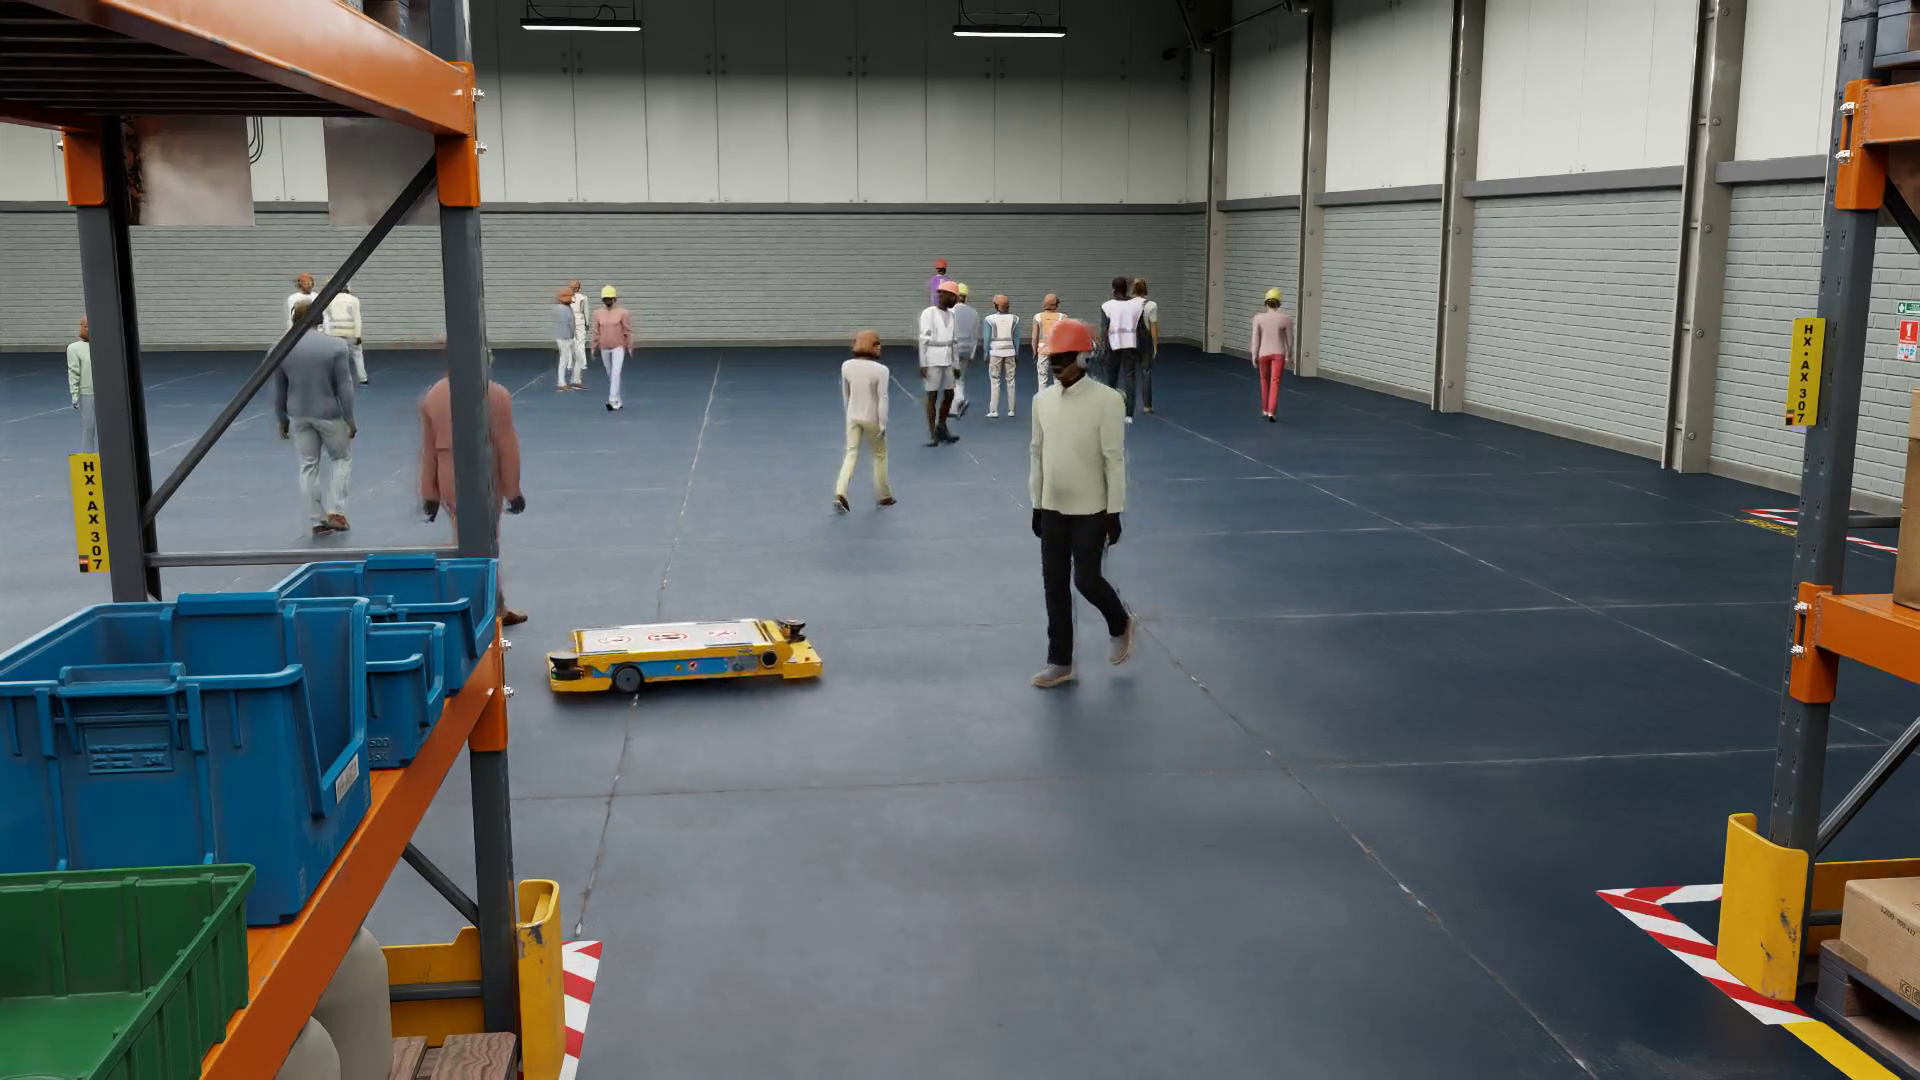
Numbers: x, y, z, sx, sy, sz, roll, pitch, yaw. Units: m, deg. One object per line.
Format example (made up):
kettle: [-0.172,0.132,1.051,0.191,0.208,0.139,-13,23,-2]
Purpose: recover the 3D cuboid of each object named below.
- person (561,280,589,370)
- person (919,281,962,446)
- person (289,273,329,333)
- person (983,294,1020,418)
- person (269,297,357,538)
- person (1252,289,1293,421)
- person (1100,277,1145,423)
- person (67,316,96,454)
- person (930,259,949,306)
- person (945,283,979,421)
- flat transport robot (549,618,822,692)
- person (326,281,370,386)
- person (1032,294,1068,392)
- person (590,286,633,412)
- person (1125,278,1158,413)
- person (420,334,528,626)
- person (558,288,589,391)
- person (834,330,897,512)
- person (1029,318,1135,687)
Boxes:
person: [-6.991,-3.907,30.222,0.509,1.629,0.315,-1,10,-7]
person: [-0.242,-2.037,19.275,0.666,1.891,0.392,-10,14,-43]
person: [-10.055,-3.181,25.622,0.843,1.863,0.571,8,13,37]
person: [0.556,-2.443,22.152,0.516,1.645,0.308,-3,11,-18]
person: [-5.156,-0.976,13.318,0.662,1.928,0.465,0,10,-2]
person: [4.097,-2.430,21.885,0.523,1.719,0.944,3,11,18]
person: [2.105,-2.505,21.868,0.633,1.862,0.995,-2,10,-9]
person: [-8.683,-1.453,16.758,0.509,1.631,0.266,-9,14,-41]
person: [-0.388,-4.901,34.810,0.351,1.942,0.547,-9,14,-41]
person: [-0.006,-2.441,21.699,0.614,1.810,0.528,-7,13,-34]
flat transport robot: [-1.520,0.618,9.138,1.431,0.197,0.652,-3,11,-14]
person: [-9.846,-3.309,26.542,0.599,1.790,0.842,1,10,7]
person: [1.233,-2.518,22.585,0.526,1.637,0.309,2,10,10]
person: [-4.827,-2.627,22.922,0.548,1.716,0.911,1,10,8]
person: [2.447,-2.653,22.750,0.517,1.843,0.326,2,11,12]
person: [-2.946,-0.305,9.867,0.619,1.858,0.929,8,13,36]
person: [-6.041,-3.112,25.908,0.576,1.616,0.507,1,10,8]
person: [-0.850,-1.048,14.630,0.500,1.599,0.804,5,11,25]
person: [0.656,-0.204,8.956,0.630,1.977,0.594,9,14,40]
